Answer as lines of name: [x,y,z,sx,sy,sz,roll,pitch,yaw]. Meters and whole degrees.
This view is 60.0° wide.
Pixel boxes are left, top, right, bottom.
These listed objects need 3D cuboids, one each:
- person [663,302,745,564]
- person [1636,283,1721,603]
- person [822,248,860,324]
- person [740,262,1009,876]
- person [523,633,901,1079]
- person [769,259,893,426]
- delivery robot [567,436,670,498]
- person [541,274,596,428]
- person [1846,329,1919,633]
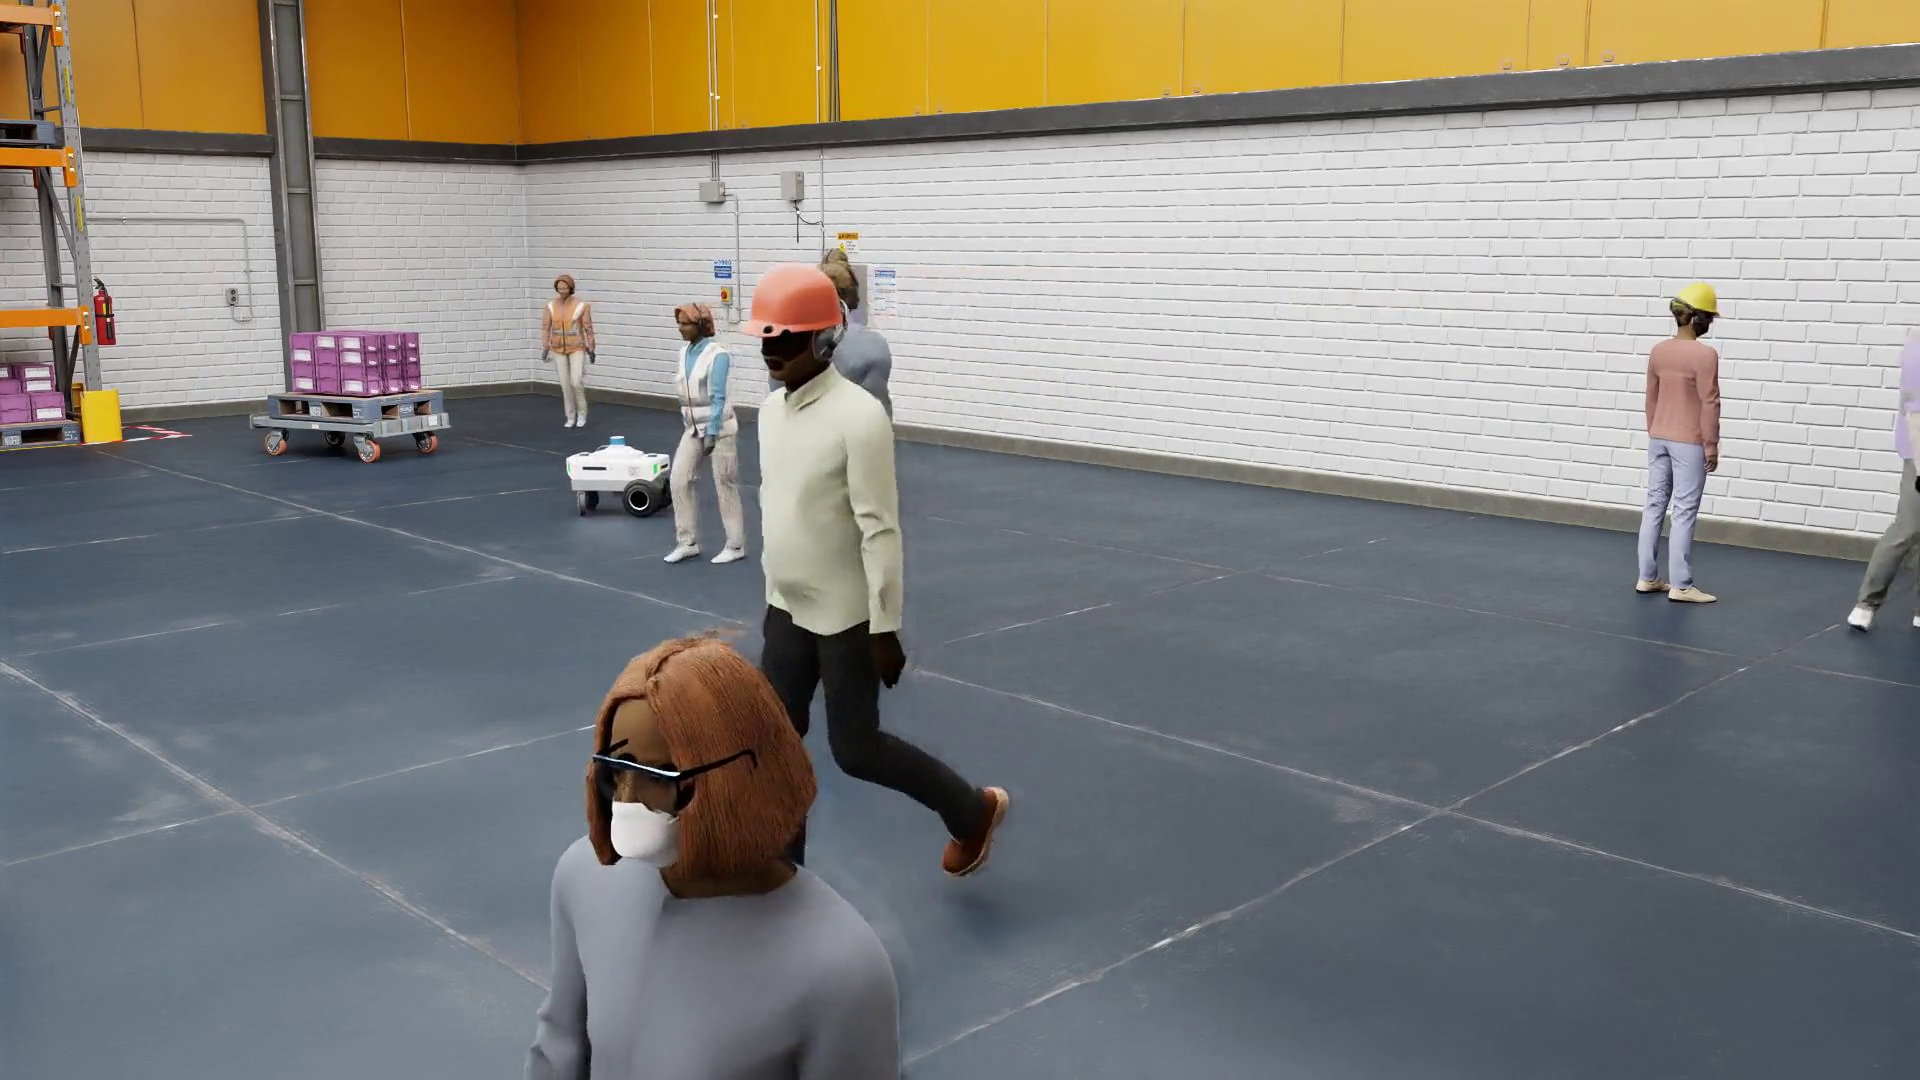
person: [-1.594,-0.635,10.168,0.544,1.615,0.606,10,14,43]
person: [4.012,-0.536,9.226,0.317,1.765,0.522,-3,11,-17]
person: [-0.944,-1.274,12.811,0.437,1.923,0.635,9,14,41]
person: [-0.310,0.169,4.868,0.818,1.959,0.657,-8,13,-36]
person: [-0.263,0.873,2.008,0.495,1.592,0.873,9,13,39]
person: [-0.631,-0.339,7.747,0.635,1.920,0.765,4,11,22]
delivery robot: [-2.495,-0.514,12.146,0.707,0.478,0.477,2,10,8]
person: [-4.105,-1.968,17.441,0.519,1.618,0.497,2,11,9]
person: [4.875,-0.440,8.404,0.717,1.877,0.411,-9,14,-41]
